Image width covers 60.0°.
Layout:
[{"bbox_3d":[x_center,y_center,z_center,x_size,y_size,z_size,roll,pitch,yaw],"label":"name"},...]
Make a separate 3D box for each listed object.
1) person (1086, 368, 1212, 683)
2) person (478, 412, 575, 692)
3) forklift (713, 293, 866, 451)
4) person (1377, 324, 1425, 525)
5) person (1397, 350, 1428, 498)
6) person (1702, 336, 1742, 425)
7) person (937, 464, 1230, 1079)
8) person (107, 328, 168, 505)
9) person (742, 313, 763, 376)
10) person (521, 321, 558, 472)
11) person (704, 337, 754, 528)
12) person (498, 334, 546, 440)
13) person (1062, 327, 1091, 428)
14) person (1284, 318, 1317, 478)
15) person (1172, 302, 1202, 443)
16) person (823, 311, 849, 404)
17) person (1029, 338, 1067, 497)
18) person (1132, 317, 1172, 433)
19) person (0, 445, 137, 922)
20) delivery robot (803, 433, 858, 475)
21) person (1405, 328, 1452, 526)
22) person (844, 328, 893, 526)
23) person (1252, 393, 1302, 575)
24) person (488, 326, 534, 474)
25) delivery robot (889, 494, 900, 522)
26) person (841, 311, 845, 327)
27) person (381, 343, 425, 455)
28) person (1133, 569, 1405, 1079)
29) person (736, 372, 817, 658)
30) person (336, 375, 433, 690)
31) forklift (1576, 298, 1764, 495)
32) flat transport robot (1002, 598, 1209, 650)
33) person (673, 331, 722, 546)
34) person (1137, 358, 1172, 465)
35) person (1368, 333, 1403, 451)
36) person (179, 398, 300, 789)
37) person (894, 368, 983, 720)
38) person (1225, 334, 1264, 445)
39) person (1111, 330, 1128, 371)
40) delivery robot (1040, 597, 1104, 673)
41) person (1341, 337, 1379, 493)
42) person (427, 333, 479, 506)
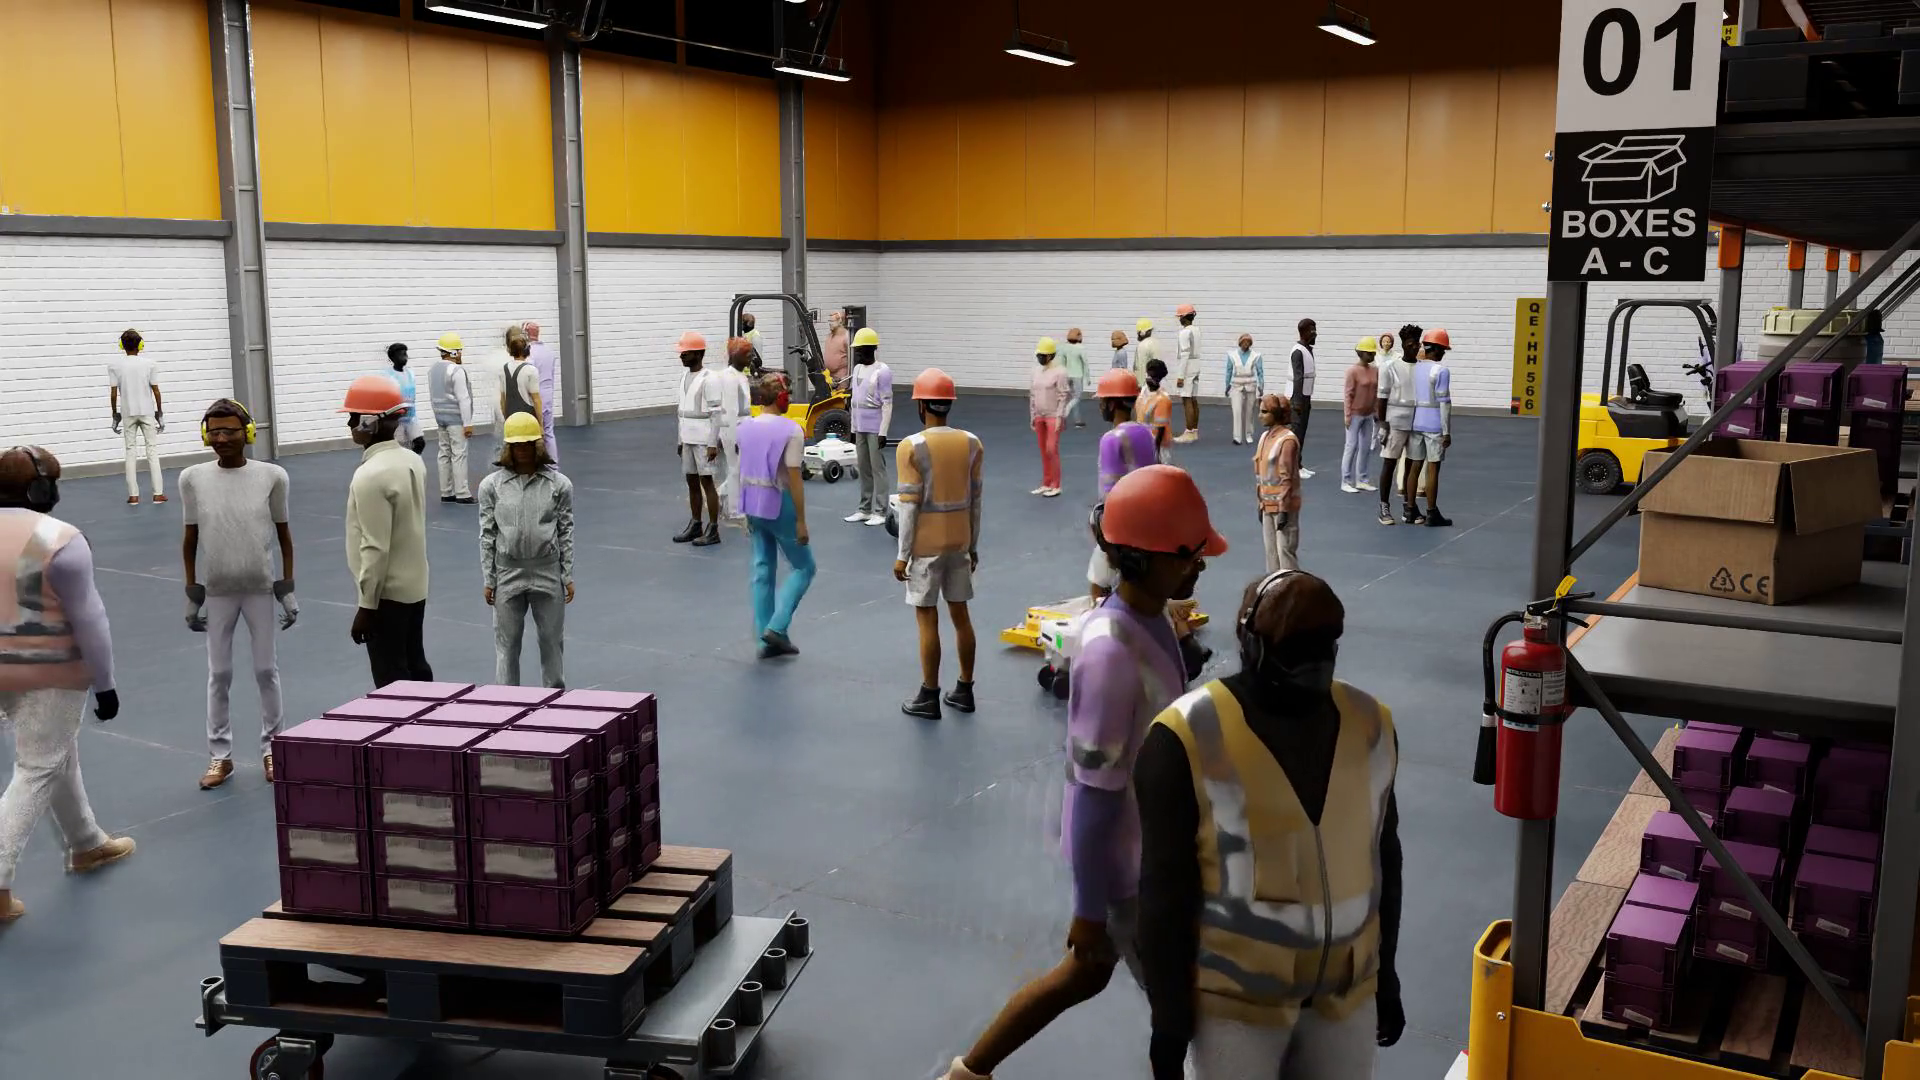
[{"bbox_3d":[1.066,-0.062,9.859,0.867,1.910,0.555,6,11,34],"label":"person"},{"bbox_3d":[-2.253,0.200,8.698,0.487,1.744,0.297,-3,10,-18],"label":"person"},{"bbox_3d":[-2.458,-2.344,23.176,2.313,2.155,1.214,0,9,-2],"label":"forklift"},{"bbox_3d":[4.375,-1.132,16.316,0.607,1.966,0.373,-2,9,-12],"label":"person"},{"bbox_3d":[5.023,-1.269,18.252,0.498,1.626,0.286,8,12,41],"label":"person"},{"bbox_3d":[9.940,-1.979,21.692,0.355,1.936,0.635,-2,9,-15],"label":"person"},{"bbox_3d":[0.360,0.779,4.310,1.002,2.007,0.664,2,9,14],"label":"person"},{"bbox_3d":[-8.769,-1.308,17.728,0.521,1.869,0.328,-4,10,-21],"label":"person"},{"bbox_3d":[-3.292,-2.596,25.846,0.429,1.844,0.625,-5,11,-30],"label":"person"},{"bbox_3d":[-5.033,-1.627,19.642,0.397,1.900,0.675,3,9,16],"label":"person"},{"bbox_3d":[-2.185,-1.014,15.931,0.489,1.863,0.600,1,9,6],"label":"person"},{"bbox_3d":[-4.449,-1.175,16.962,0.507,1.847,0.346,4,10,25],"label":"person"},{"bbox_3d":[1.789,-2.570,26.371,0.710,1.610,0.500,-8,12,-41],"label":"person"},{"bbox_3d":[4.118,-1.710,20.077,0.370,1.917,0.597,4,10,21],"label":"person"},{"bbox_3d":[3.286,-2.421,24.139,0.394,2.040,0.608,5,10,28],"label":"person"},{"bbox_3d":[-1.815,-2.424,24.576,0.402,1.904,0.652,-8,12,-42],"label":"person"},{"bbox_3d":[0.961,-1.341,18.325,0.441,1.748,0.525,-9,12,-43],"label":"person"},{"bbox_3d":[2.765,-2.332,24.278,0.505,1.835,0.604,6,11,33],"label":"person"},{"bbox_3d":[-3.622,0.531,6.466,0.641,1.805,0.939,3,10,17],"label":"person"},{"bbox_3d":[-1.533,-1.026,19.753,0.477,0.478,0.707,6,11,35],"label":"delivery robot"},{"bbox_3d":[4.588,-1.097,16.223,0.374,1.928,0.543,-5,11,-30],"label":"person"},{"bbox_3d":[-0.894,-1.106,16.277,0.367,1.927,0.590,-7,12,-38],"label":"person"},{"bbox_3d":[2.218,-0.211,11.630,0.319,1.631,0.513,-2,9,-13],"label":"person"},{"bbox_3d":[-4.660,-1.314,17.660,0.897,1.898,0.679,5,10,28],"label":"person"},{"bbox_3d":[-0.279,-0.313,15.306,0.707,0.478,0.477,-3,10,-16],"label":"delivery robot"},{"bbox_3d":[-1.789,-2.797,27.086,0.656,1.842,0.839,-5,10,-29],"label":"person"},{"bbox_3d":[-6.235,-1.365,18.629,0.469,1.679,0.557,4,10,23],"label":"person"},{"bbox_3d":[0.686,0.967,3.619,0.641,1.841,0.429,-3,10,-17],"label":"person"},{"bbox_3d":[-1.177,-0.149,10.579,0.593,1.832,0.450,7,12,38],"label":"person"},{"bbox_3d":[-2.643,0.238,7.677,0.379,1.996,0.609,0,9,1],"label":"person"},{"bbox_3d":[7.954,-1.589,18.462,2.313,2.155,1.214,5,11,30],"label":"forklift"},{"bbox_3d":[0.998,0.533,11.196,0.652,0.197,1.431,9,12,43],"label":"flat transport robot"},{"bbox_3d":[-2.394,-0.914,15.045,0.360,1.935,0.552,-9,13,-43],"label":"person"},{"bbox_3d":[1.826,-0.884,15.711,0.317,1.670,0.621,-2,9,-13],"label":"person"},{"bbox_3d":[5.894,-2.053,23.083,0.522,1.640,0.305,1,9,8],"label":"person"},{"bbox_3d":[-3.448,0.252,7.976,0.514,1.872,0.332,-3,9,-16],"label":"person"},{"bbox_3d":[-0.137,0.020,9.217,0.549,1.936,0.376,-6,11,-34],"label":"person"},{"bbox_3d":[4.085,-2.151,23.857,0.552,1.581,0.908,2,9,11],"label":"person"},{"bbox_3d":[2.313,-2.230,24.210,0.268,1.631,0.507,0,9,0],"label":"person"},{"bbox_3d":[0.836,0.580,9.715,0.707,0.478,0.477,-2,9,-15],"label":"delivery robot"},{"bbox_3d":[4.517,-1.396,18.645,0.523,1.751,0.378,-7,11,-37],"label":"person"},{"bbox_3d":[-5.349,-1.270,17.593,0.590,1.833,0.404,7,12,38],"label":"person"}]
